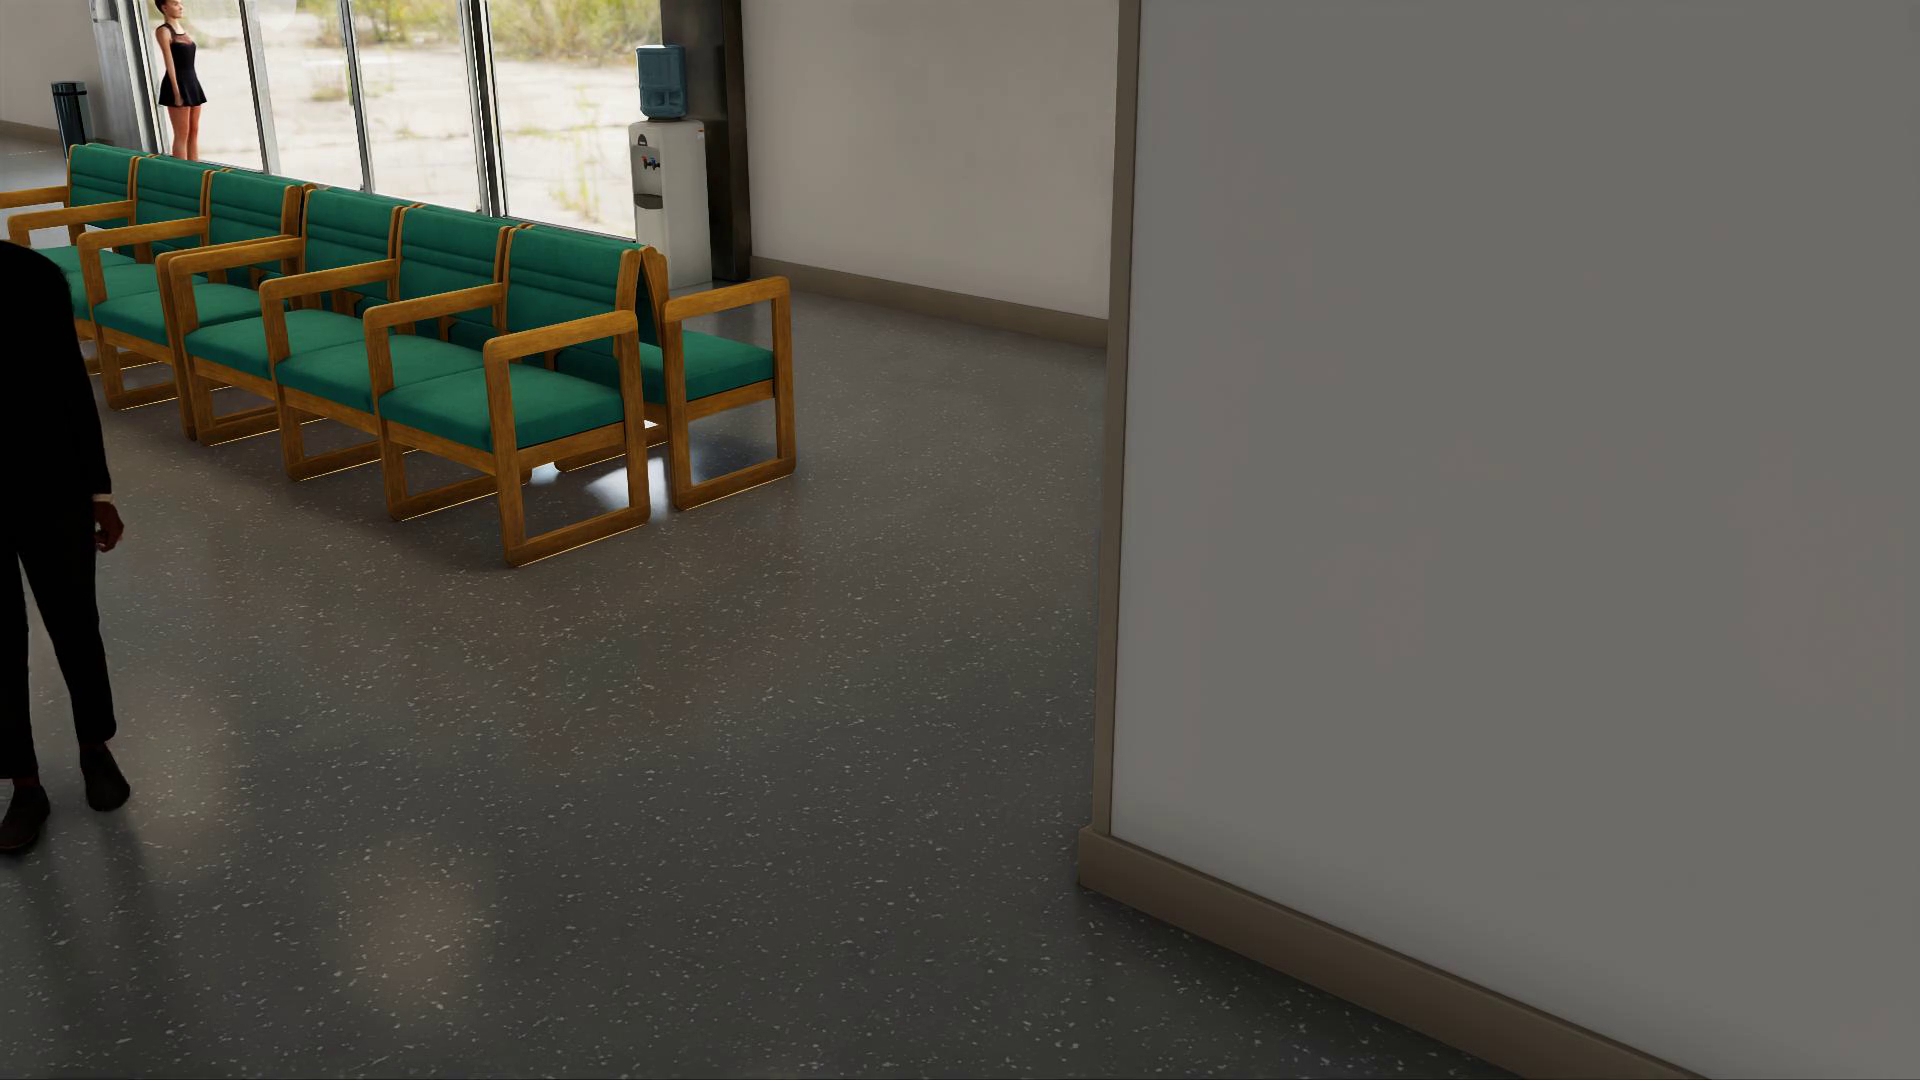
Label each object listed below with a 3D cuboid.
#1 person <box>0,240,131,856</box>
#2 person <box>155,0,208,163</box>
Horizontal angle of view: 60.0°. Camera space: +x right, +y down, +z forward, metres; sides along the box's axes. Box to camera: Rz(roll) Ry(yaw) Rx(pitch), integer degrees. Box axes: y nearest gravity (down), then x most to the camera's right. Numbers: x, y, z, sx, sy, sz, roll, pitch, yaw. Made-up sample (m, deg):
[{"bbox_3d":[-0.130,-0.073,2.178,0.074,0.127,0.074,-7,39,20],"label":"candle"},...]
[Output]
[{"bbox_3d":[-2.417,-0.127,4.204,0.746,1.825,0.825,-13,25,-31],"label":"person"},{"bbox_3d":[-6.696,-3.874,14.309,0.740,1.675,0.666,0,21,1],"label":"person"}]
